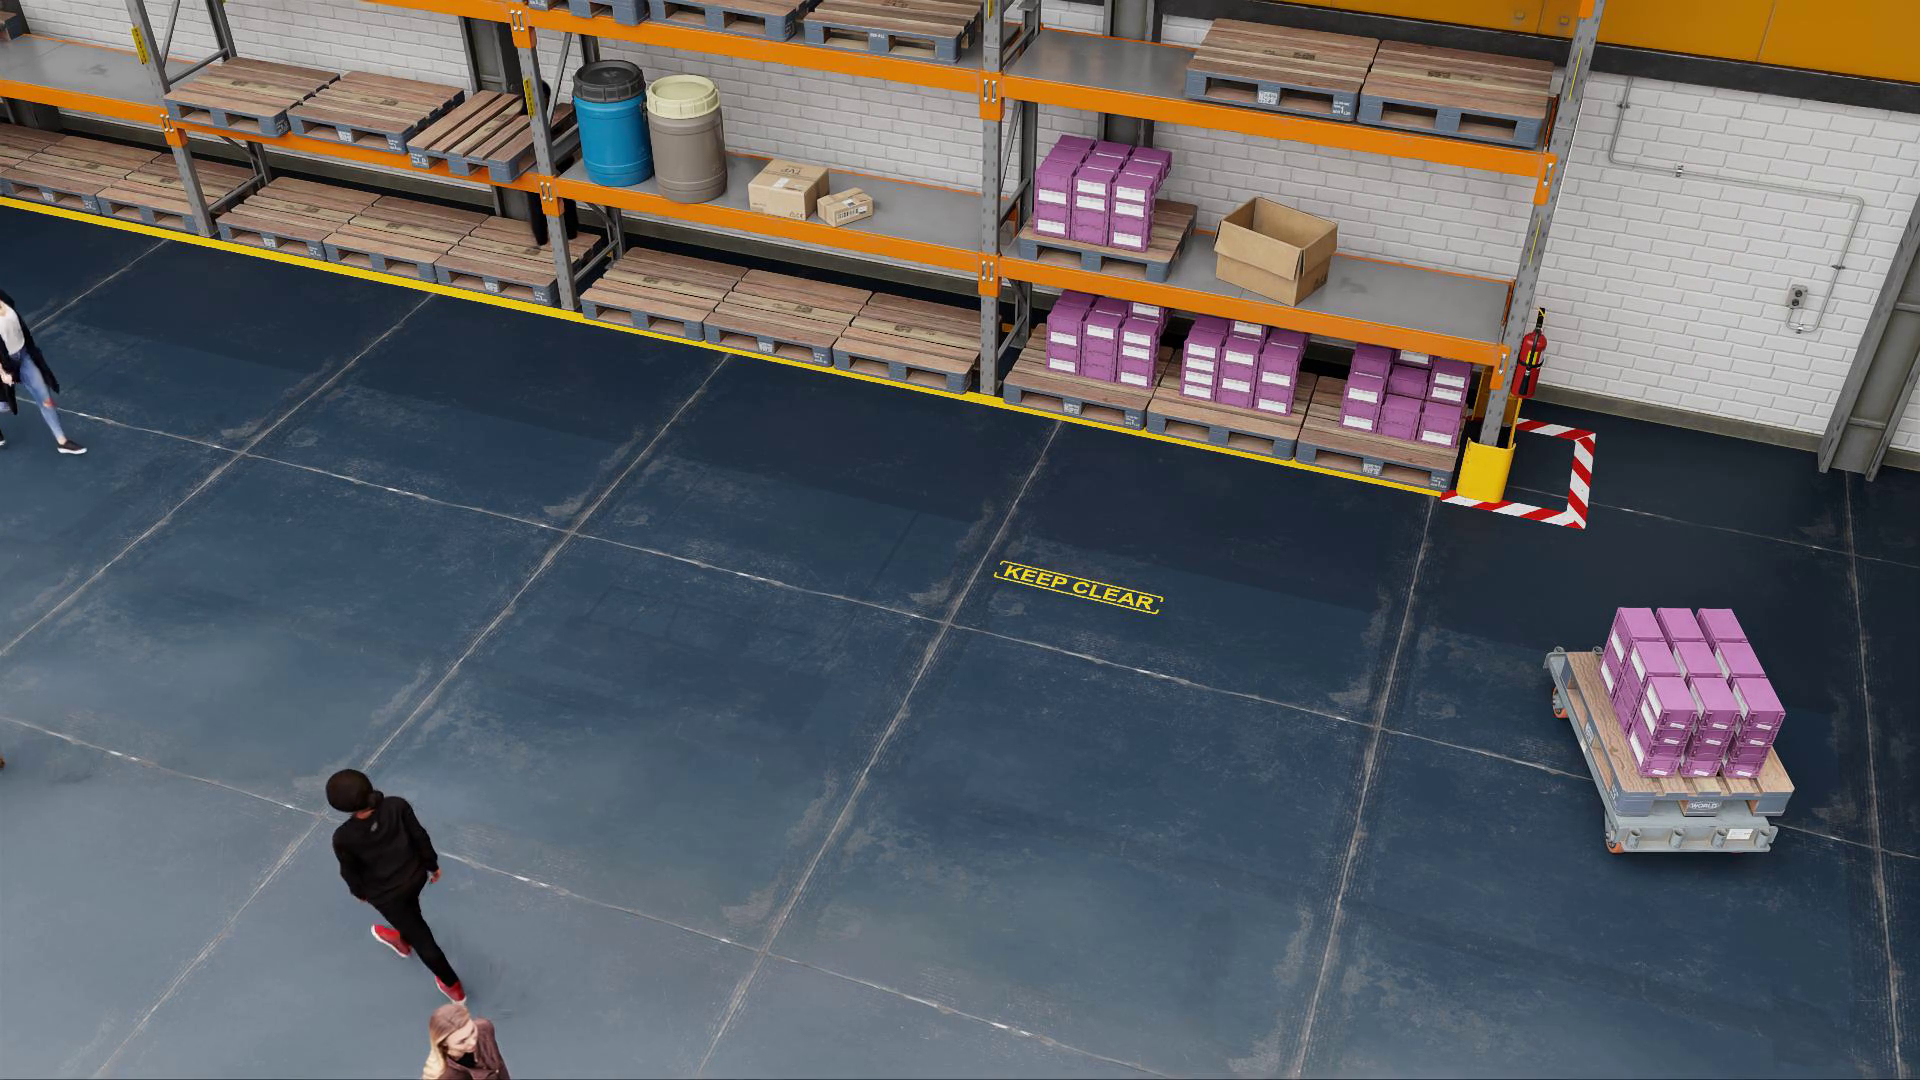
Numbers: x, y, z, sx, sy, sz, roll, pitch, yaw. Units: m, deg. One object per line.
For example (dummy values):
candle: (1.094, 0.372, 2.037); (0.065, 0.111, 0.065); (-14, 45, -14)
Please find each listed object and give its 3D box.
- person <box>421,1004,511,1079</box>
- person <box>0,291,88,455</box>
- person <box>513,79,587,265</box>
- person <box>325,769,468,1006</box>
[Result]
person: (-2.218, 2.683, 7.657); (0.516, 1.705, 0.614); (16, 41, 19)
person: (-7.369, -1.358, 12.755); (1.092, 1.656, 0.631); (11, 40, 14)
person: (-3.746, -3.346, 15.119); (0.779, 1.812, 0.837); (-17, 42, -20)
person: (-2.903, 1.844, 8.769); (0.826, 1.626, 1.061); (-31, 48, -32)
